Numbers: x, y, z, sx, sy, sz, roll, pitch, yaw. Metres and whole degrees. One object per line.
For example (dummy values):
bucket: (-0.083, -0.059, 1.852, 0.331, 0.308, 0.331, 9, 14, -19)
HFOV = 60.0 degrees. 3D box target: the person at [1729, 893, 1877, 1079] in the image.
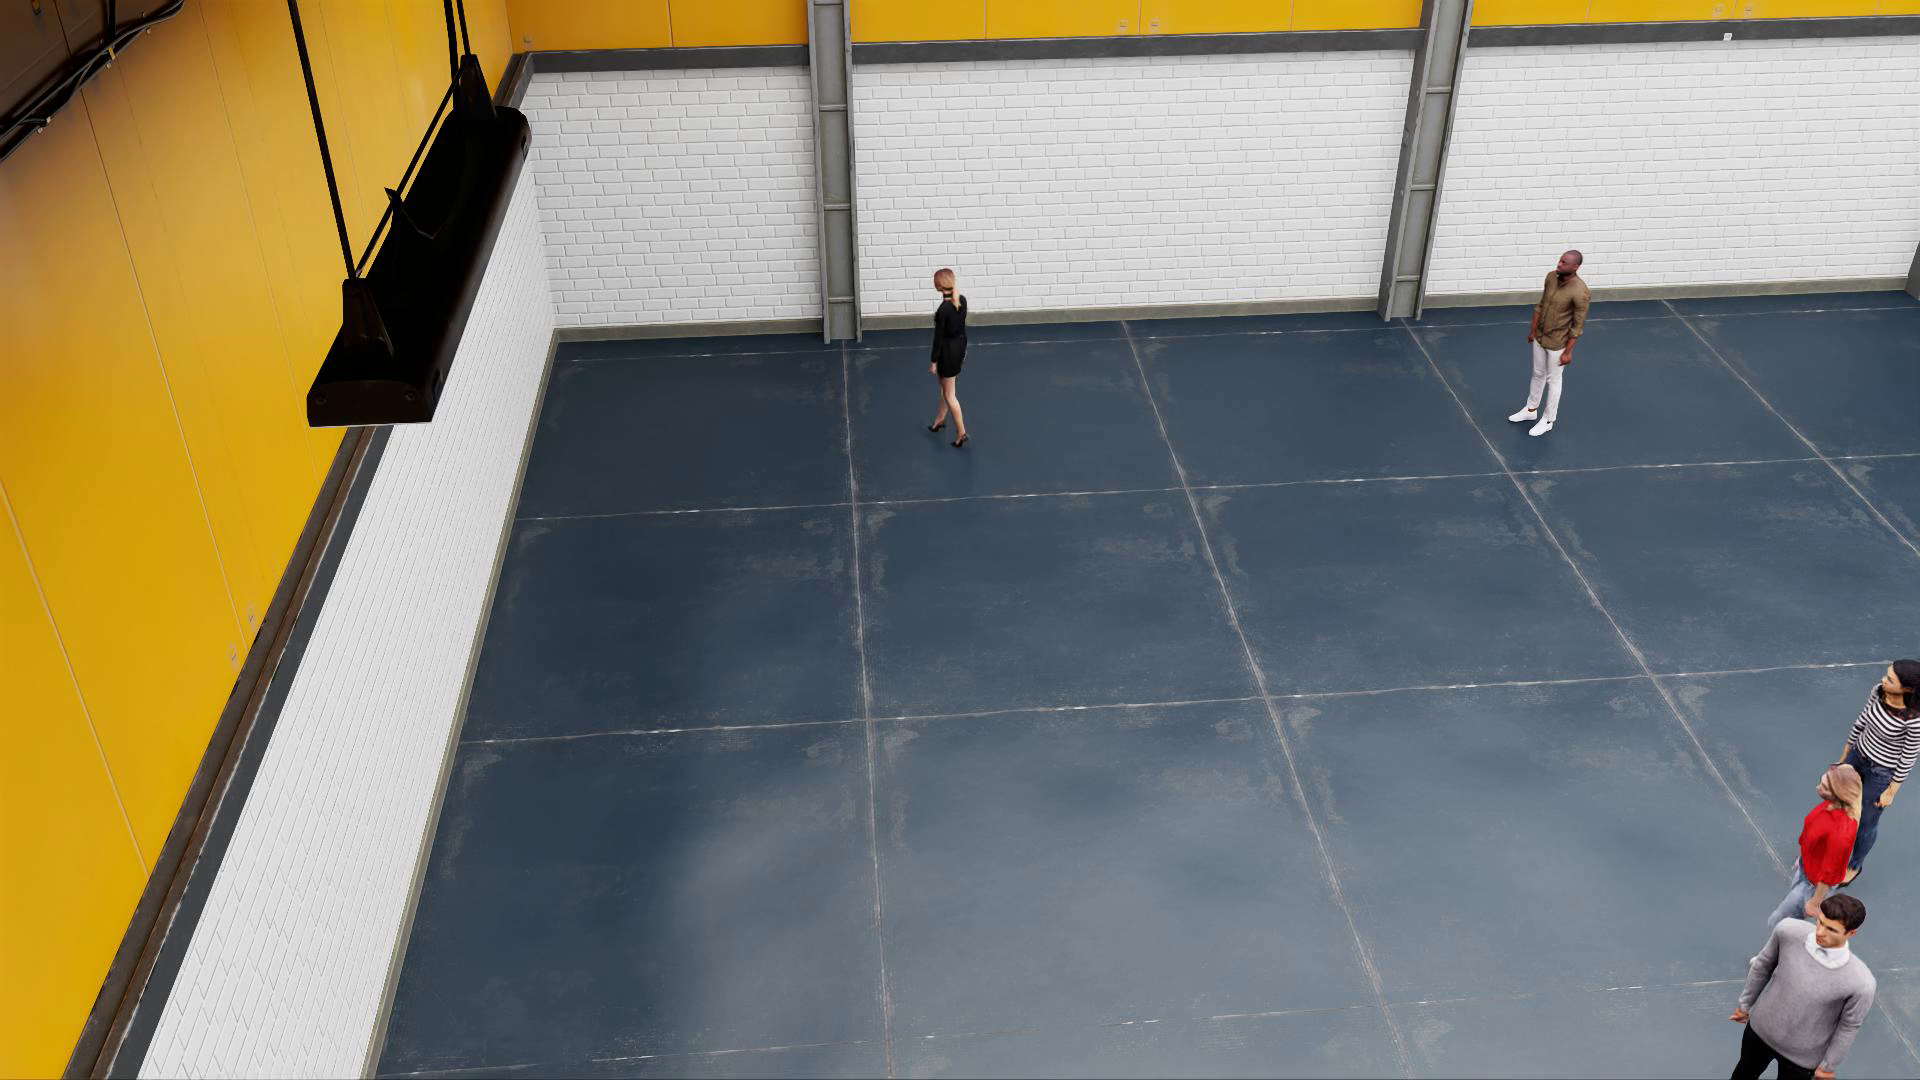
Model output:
person: (4.352, 2.567, 8.701, 0.824, 1.923, 0.835, -20, 39, -28)

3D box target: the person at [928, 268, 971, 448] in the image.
person: (-0.061, -1.638, 15.180, 0.905, 1.754, 0.825, 20, 39, 27)

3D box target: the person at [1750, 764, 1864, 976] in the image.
person: (5.092, 2.010, 9.746, 0.780, 1.694, 0.751, 12, 35, 17)

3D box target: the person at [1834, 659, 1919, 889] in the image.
person: (5.743, 1.469, 10.470, 0.547, 1.794, 0.617, -8, 34, -12)

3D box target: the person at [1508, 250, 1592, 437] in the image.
person: (5.522, -1.861, 15.451, 0.697, 1.825, 0.784, -12, 36, -18)
